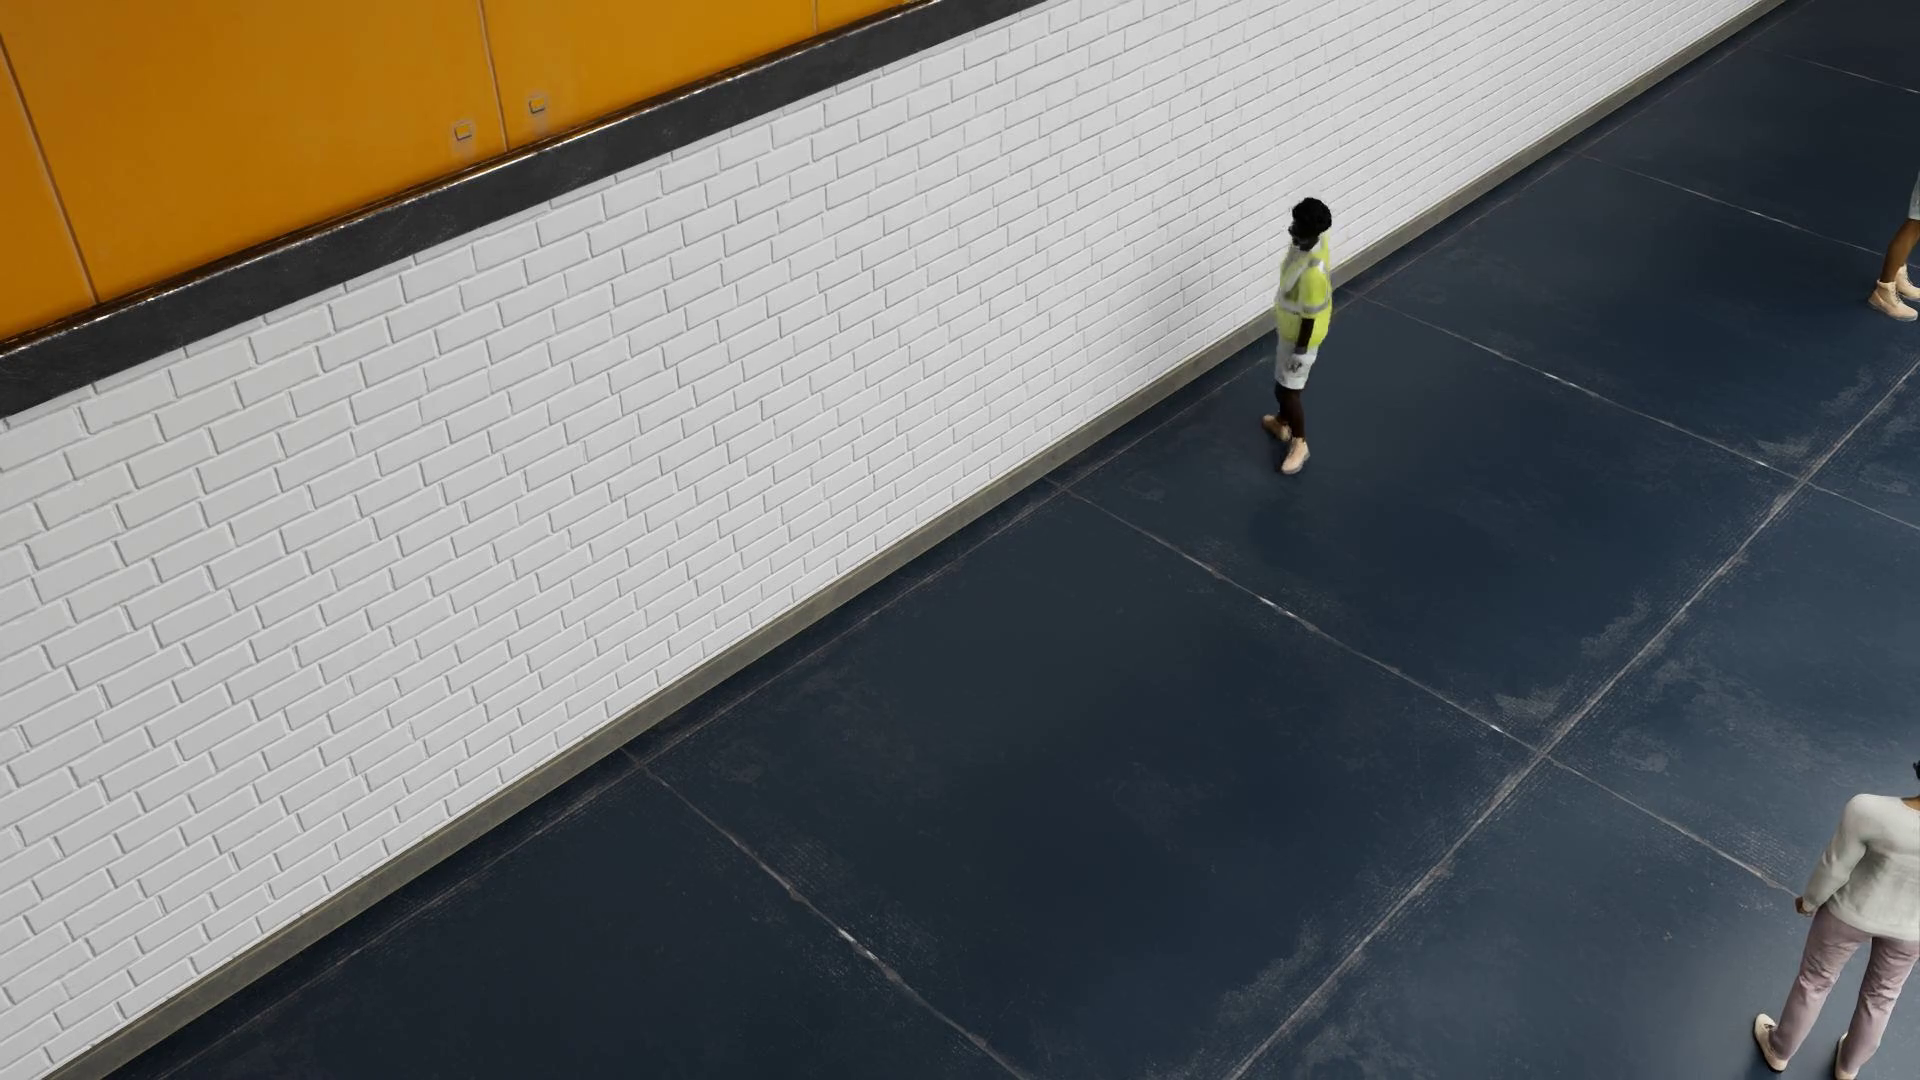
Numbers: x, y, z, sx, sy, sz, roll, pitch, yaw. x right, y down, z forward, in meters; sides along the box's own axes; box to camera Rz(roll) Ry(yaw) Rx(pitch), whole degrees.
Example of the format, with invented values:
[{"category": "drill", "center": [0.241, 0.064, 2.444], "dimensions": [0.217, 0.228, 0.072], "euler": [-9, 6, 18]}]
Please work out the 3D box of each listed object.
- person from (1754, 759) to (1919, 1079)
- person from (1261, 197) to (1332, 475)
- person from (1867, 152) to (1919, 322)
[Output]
[{"category": "person", "center": [3.338, 1.336, 6.051], "dimensions": [0.532, 1.766, 0.324], "euler": [11, 40, 13]}, {"category": "person", "center": [1.892, -1.186, 9.283], "dimensions": [0.321, 1.677, 0.612], "euler": [9, 40, 11]}, {"category": "person", "center": [6.255, -2.376, 10.472], "dimensions": [0.388, 2.044, 0.606], "euler": [29, 47, 31]}]
